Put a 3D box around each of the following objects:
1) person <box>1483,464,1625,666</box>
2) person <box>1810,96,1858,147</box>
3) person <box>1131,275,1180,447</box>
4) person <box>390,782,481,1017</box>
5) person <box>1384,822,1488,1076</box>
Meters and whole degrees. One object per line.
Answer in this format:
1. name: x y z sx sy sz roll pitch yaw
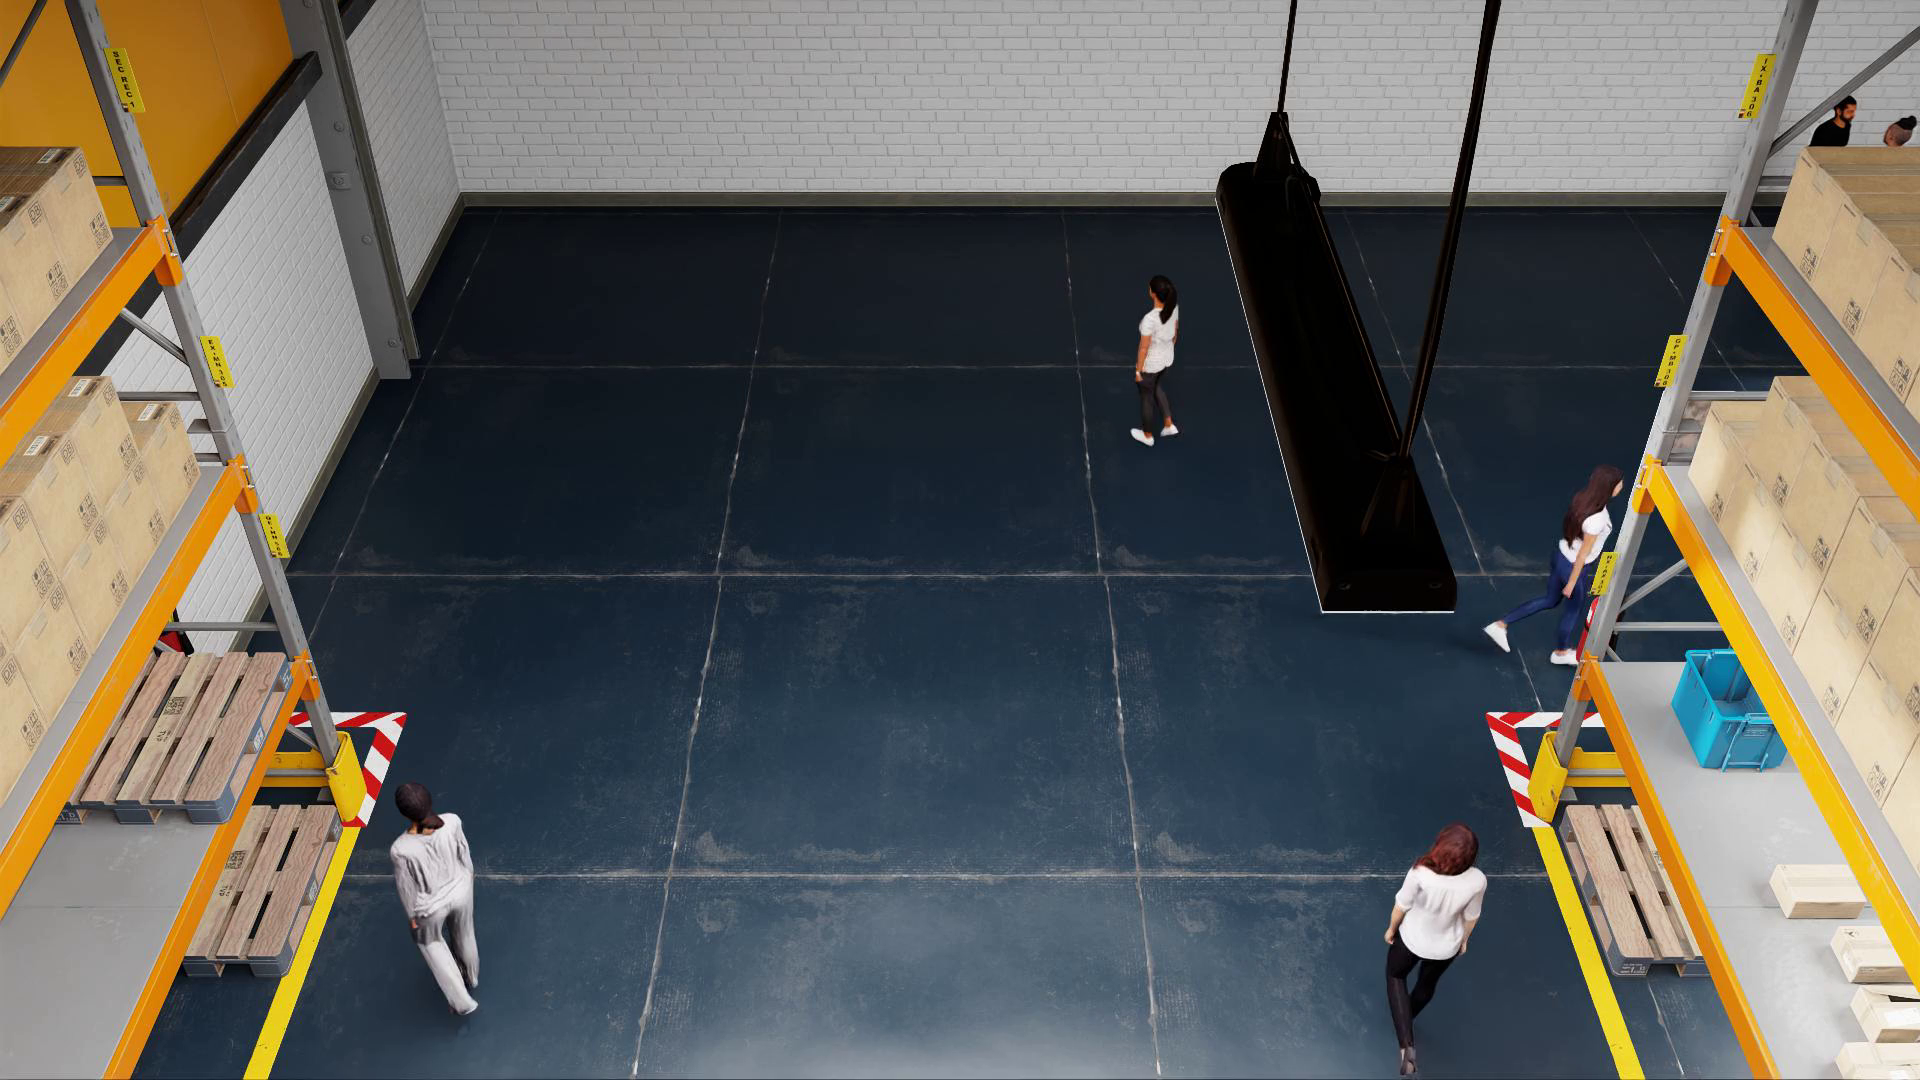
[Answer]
1. person: 4.195 0.196 11.677 0.713 1.751 0.956 7 39 8
2. person: 8.417 -3.566 16.388 0.718 1.749 0.763 -28 46 -30
3. person: 1.688 -1.449 13.828 0.750 1.637 0.811 -30 48 -32
4. person: -2.896 2.038 9.358 0.803 1.766 0.877 -25 45 -28
5. person: 2.557 2.260 9.067 0.652 1.782 0.911 3 39 4
